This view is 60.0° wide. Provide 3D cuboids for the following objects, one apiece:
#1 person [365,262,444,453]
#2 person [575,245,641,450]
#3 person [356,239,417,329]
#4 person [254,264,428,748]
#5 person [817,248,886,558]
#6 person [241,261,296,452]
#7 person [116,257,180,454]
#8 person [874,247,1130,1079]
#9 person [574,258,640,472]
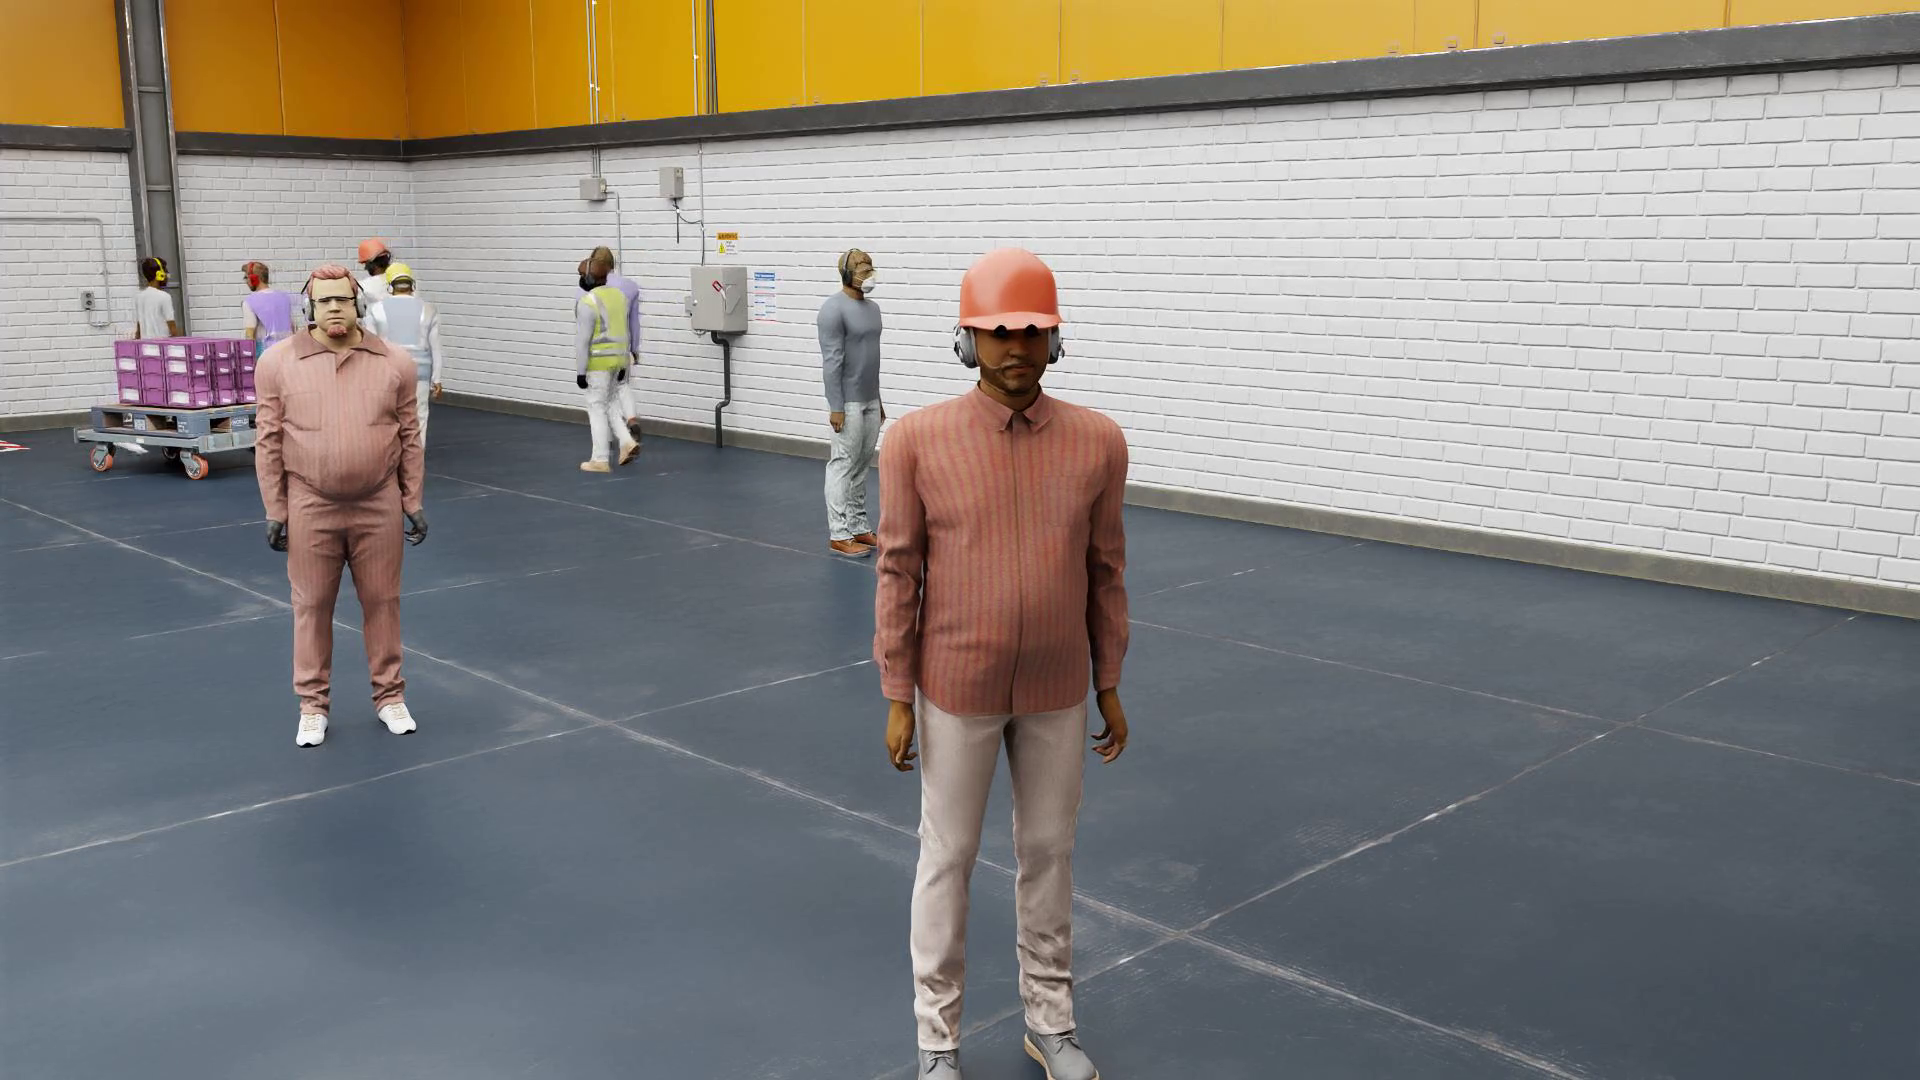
[{"bbox_3d":[-4.494,-1.336,13.470,0.621,1.804,0.583,-4,11,-20],"label":"person"},{"bbox_3d":[-3.270,-1.778,15.549,0.648,1.927,0.580,-7,13,-35],"label":"person"},{"bbox_3d":[-5.202,-1.714,15.041,0.610,1.981,1.021,-10,14,-43],"label":"person"},{"bbox_3d":[-2.458,-0.138,6.657,0.639,1.910,0.406,-5,12,-26],"label":"person"},{"bbox_3d":[-0.664,-0.870,10.570,0.369,1.939,0.631,5,11,24],"label":"person"},{"bbox_3d":[-6.281,-1.656,15.267,0.922,1.797,0.585,4,11,19],"label":"person"},{"bbox_3d":[-7.535,-1.732,15.587,0.528,1.828,0.965,8,13,38],"label":"person"},{"bbox_3d":[0.107,0.333,3.855,0.612,1.995,0.382,-3,11,-16],"label":"person"},{"bbox_3d":[-3.063,-1.482,14.204,0.446,1.830,0.652,4,11,21],"label":"person"}]
